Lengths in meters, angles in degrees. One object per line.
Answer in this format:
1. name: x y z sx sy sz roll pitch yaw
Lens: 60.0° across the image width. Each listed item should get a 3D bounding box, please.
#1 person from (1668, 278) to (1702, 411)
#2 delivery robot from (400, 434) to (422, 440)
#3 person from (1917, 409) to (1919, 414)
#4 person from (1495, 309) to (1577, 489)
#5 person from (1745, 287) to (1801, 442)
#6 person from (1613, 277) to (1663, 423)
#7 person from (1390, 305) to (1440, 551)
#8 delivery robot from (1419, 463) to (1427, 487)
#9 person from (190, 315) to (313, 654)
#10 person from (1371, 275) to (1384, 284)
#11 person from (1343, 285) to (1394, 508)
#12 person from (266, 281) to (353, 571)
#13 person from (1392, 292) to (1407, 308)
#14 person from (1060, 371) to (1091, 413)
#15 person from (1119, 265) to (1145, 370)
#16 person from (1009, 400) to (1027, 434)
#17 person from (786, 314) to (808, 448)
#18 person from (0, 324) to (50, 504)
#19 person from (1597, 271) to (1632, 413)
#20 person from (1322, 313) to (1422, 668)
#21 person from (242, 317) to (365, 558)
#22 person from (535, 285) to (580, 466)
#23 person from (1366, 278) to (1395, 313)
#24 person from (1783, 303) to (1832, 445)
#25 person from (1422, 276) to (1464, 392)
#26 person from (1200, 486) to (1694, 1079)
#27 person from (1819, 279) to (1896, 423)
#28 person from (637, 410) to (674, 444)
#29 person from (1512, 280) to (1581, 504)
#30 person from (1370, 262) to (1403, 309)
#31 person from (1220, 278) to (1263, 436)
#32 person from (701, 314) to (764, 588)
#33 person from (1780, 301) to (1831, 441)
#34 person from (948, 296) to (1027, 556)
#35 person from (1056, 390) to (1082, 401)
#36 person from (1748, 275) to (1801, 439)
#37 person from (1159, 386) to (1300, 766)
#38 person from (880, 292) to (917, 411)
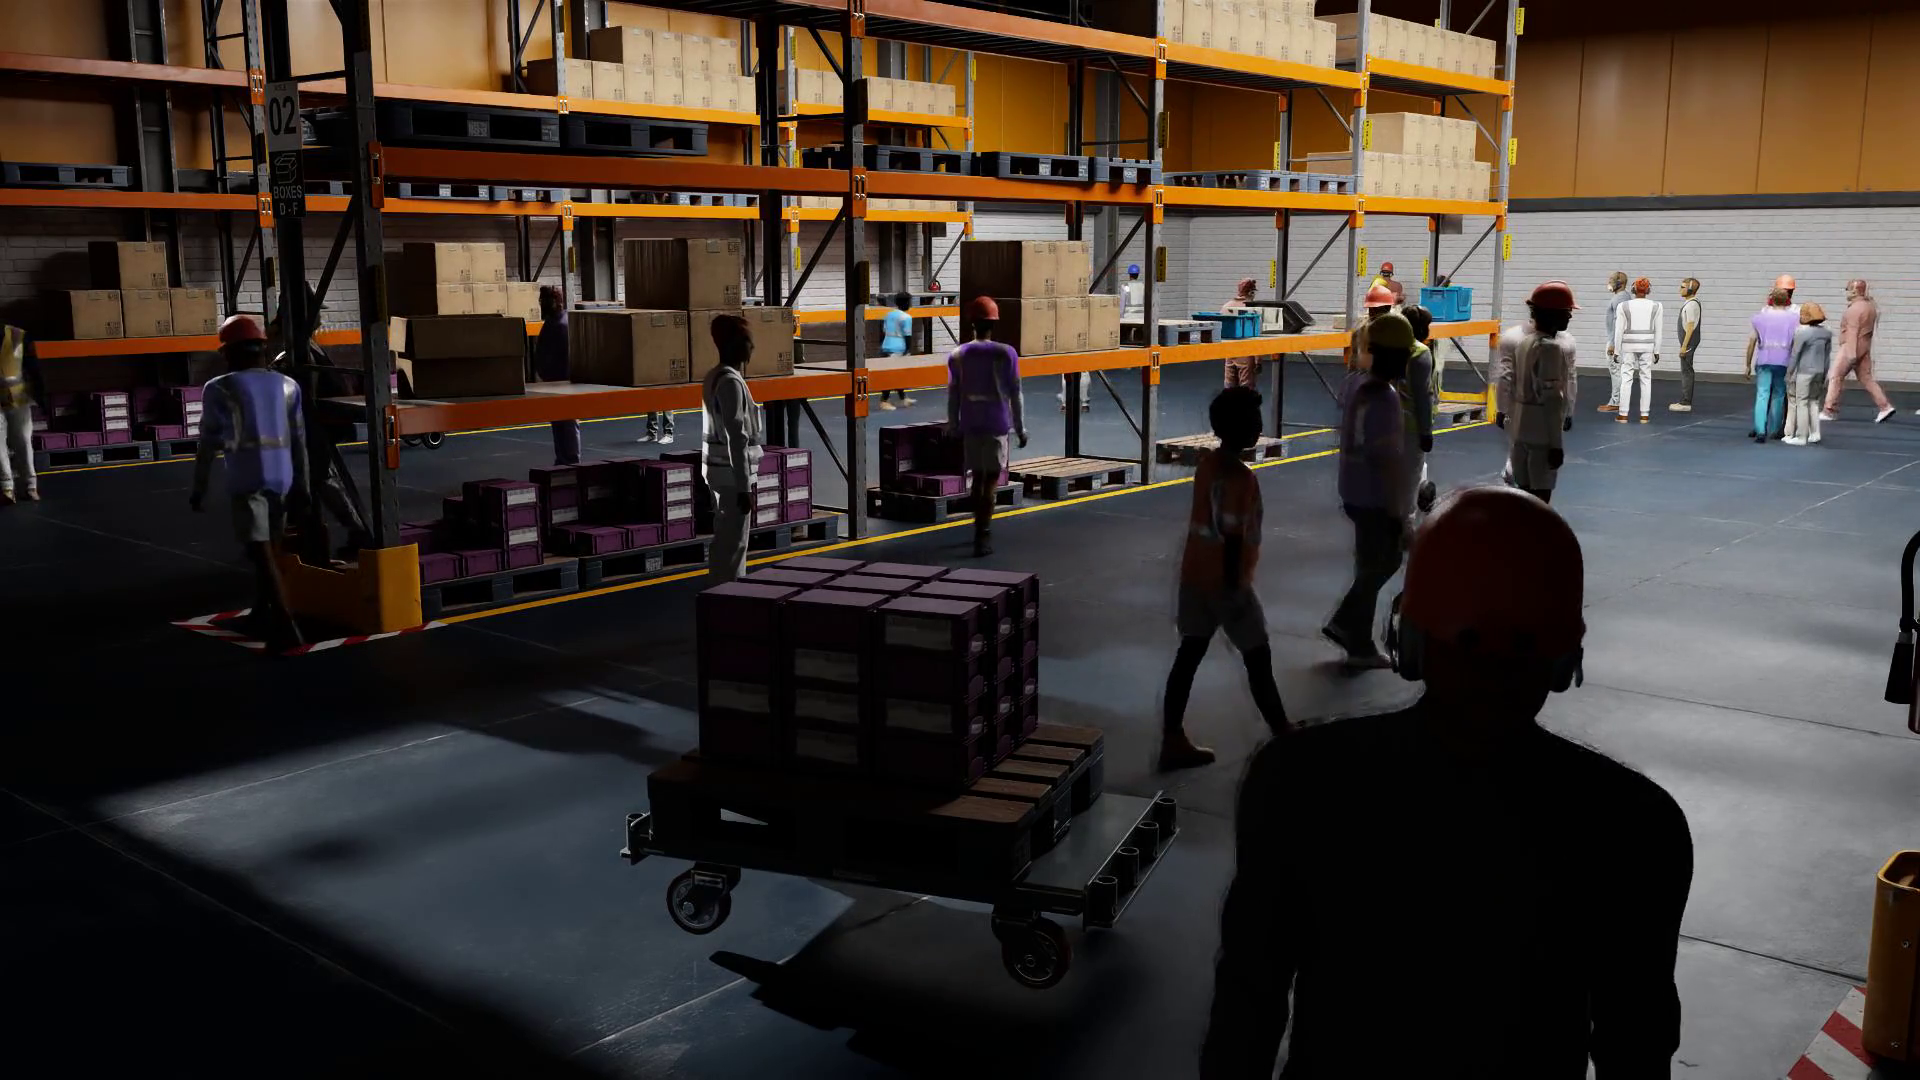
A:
1. person: 10.079 -2.707 23.079 0.345 1.847 0.504 5 11 27
2. delivery robot: -6.228 -1.325 18.614 0.477 0.478 0.707 9 13 41
3. person: 13.416 -2.643 22.388 0.837 1.964 0.601 -3 10 -17
4. person: 4.768 -1.095 13.765 0.667 1.889 0.465 0 10 -1
5. person: 9.502 -2.042 19.428 0.581 1.809 0.931 5 11 25
6. person: 8.747 -2.445 21.480 0.575 1.883 0.355 2 10 13
7. person: 3.364 -0.840 12.491 0.429 1.836 0.630 -2 10 -13
8. delivery robot: 3.687 -0.540 14.146 0.477 0.478 0.707 8 13 38
9. person: -3.941 -0.318 9.389 0.932 1.887 0.575 8 13 39
10. person: 7.536 -3.888 30.025 0.525 1.769 0.327 -9 14 -42
11. person: 3.576 -1.213 14.307 0.552 1.937 0.356 7 12 33
12. person: -4.412 -0.745 11.351 0.537 2.000 0.679 -3 10 -14
13. person: 6.240 -2.741 23.889 0.446 1.622 0.529 -1 10 -3
14. person: 1.577 -2.710 22.830 0.635 1.937 0.353 -1 10 -5
15. person: 3.221 -4.130 30.883 0.614 1.945 0.401 -3 11 -19
16. person: 0.573 -2.223 20.265 0.532 1.865 0.311 10 14 44
17. person: -1.777 -1.539 17.024 0.499 1.634 0.279 5 11 27
18. person: -8.427 -1.202 14.657 0.692 1.807 0.565 -7 12 -33
19. person: 9.031 -2.723 22.900 0.372 1.940 0.632 5 11 26
20. person: 2.231 -0.248 8.877 0.415 1.911 0.619 0 10 -1
21. person: -4.745 -0.738 12.076 0.885 1.778 0.583 -6 11 -29
22. person: -3.885 -1.496 16.022 0.400 1.905 0.643 -6 11 -29
23. person: 5.787 -2.708 23.107 0.404 1.837 0.592 -4 11 -20
24. person: 9.704 -1.892 19.037 0.517 1.629 0.305 -4 11 -20
25. person: 7.296 -3.045 25.017 0.692 1.836 0.559 -7 12 -33
26. person: 0.654 0.883 2.321 0.624 1.959 0.938 3 11 19
27. person: 11.665 -2.450 21.563 0.647 1.869 0.942 -8 13 -37
28. person: -3.526 -1.983 19.242 0.486 1.745 0.295 6 12 32
29. person: 3.865 -0.691 11.029 0.380 2.045 0.605 0 10 -2
30. person: 7.860 -4.126 30.728 0.608 1.996 0.382 3 10 15
31. person: 3.413 -2.191 19.991 0.404 1.900 0.641 -8 13 -40
32. person: -1.289 -0.340 9.494 0.356 1.884 0.574 -4 11 -20
33. person: 9.802 -1.940 19.295 0.523 1.639 0.309 2 10 13
34. person: 0.194 -0.857 12.386 0.552 1.924 0.678 4 11 22
35. person: 1.580 -3.046 24.473 0.524 2.029 0.635 -2 10 -11
36. person: 9.695 -2.164 19.713 0.351 1.940 0.545 -9 13 -41
37. person: 1.247 0.168 7.197 0.819 1.656 0.557 -2 10 -11
38. person: -0.828 -2.622 23.157 0.800 1.642 0.545 -7 12 -36
